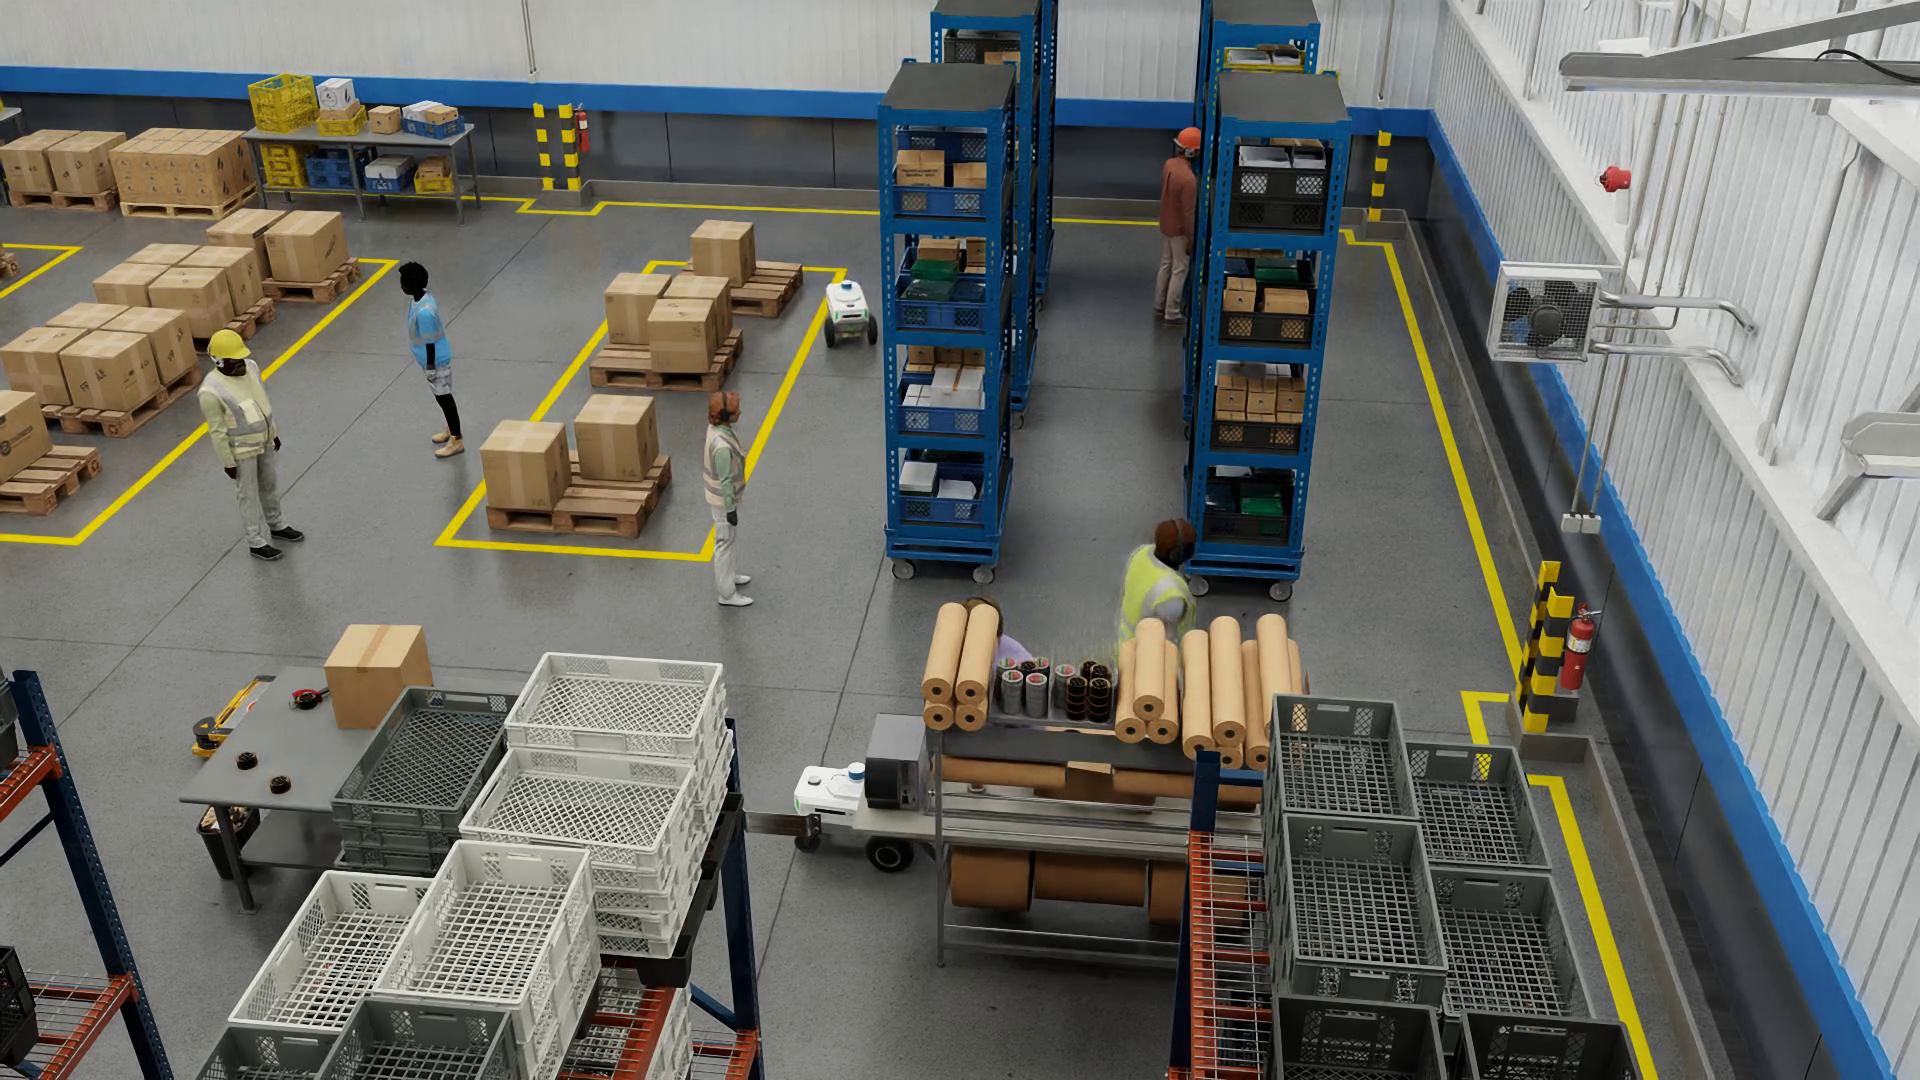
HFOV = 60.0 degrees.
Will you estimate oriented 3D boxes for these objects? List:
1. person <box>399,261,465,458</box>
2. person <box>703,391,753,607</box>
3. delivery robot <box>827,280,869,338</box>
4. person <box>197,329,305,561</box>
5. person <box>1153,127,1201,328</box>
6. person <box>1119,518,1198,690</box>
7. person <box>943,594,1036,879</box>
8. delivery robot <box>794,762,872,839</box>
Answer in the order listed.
[{"bbox_3d":[-4.399,-1.516,13.848,0.320,1.694,0.534,-11,32,-18],"label":"person"},{"bbox_3d":[-1.657,-0.302,11.823,0.317,1.632,0.518,-5,31,-9],"label":"person"},{"bbox_3d":[-1.096,-2.288,16.205,0.477,0.478,0.707,-5,31,-9],"label":"delivery robot"},{"bbox_3d":[-5.279,-0.719,12.353,0.403,1.824,0.586,8,31,13],"label":"person"},{"bbox_3d":[2.146,-3.034,16.176,0.411,1.980,0.625,-8,31,-14],"label":"person"},{"bbox_3d":[1.070,0.688,9.940,0.661,1.822,0.647,-9,31,-14],"label":"person"},{"bbox_3d":[0.136,1.108,9.114,0.628,1.930,0.372,18,35,27],"label":"person"},{"bbox_3d":[-0.595,1.515,9.674,0.707,0.478,0.477,6,31,10],"label":"delivery robot"}]
